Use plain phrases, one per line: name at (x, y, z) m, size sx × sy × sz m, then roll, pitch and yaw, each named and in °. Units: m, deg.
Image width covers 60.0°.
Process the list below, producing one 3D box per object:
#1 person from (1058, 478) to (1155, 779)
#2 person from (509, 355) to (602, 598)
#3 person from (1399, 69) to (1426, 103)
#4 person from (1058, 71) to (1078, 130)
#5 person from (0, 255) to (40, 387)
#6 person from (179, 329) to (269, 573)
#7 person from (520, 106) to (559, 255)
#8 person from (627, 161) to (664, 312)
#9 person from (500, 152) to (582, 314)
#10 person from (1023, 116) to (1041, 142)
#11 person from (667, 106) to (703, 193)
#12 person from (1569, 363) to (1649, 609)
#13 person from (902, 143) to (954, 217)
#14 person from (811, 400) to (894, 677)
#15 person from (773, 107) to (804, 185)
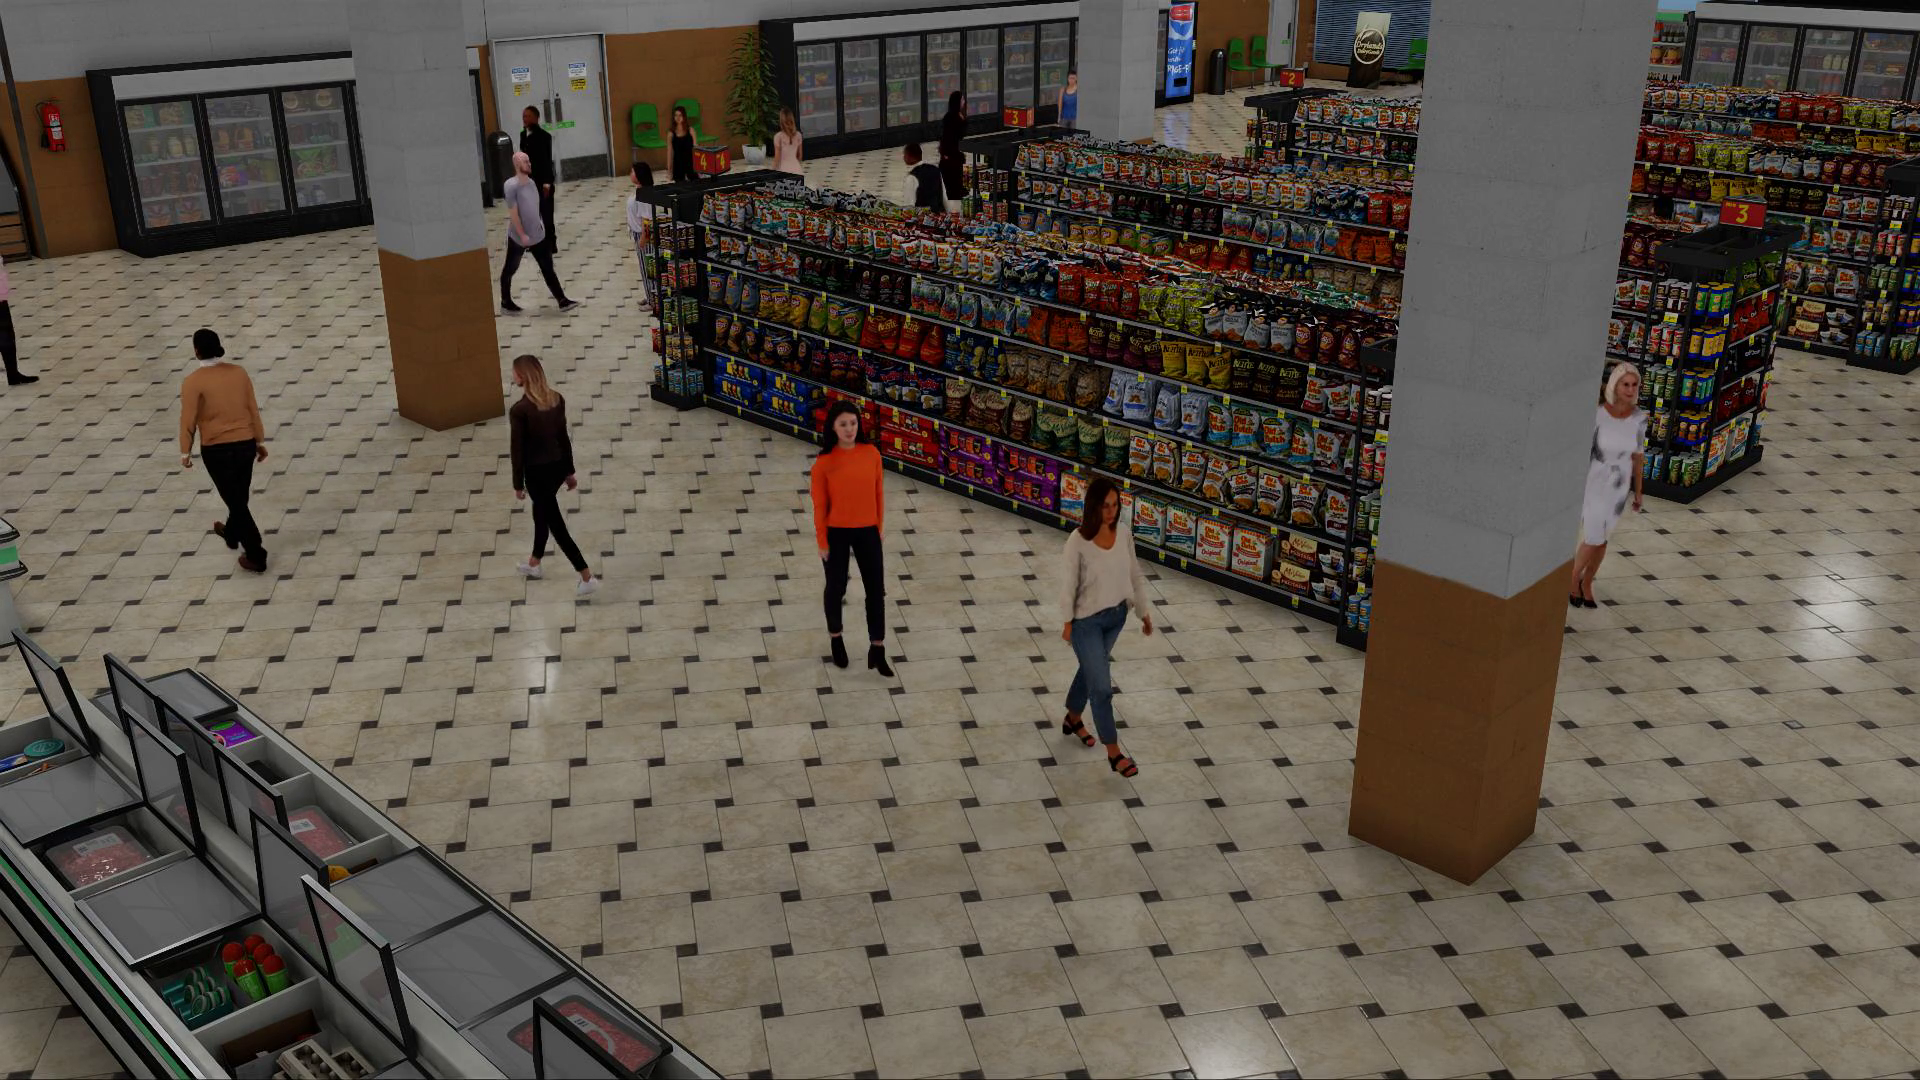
person at (0.713, 0.422, 9.245) m, size 0.724 × 1.657 × 0.999 m, roll -16°, pitch 27°, yaw -34°
person at (-2.758, -0.390, 11.265) m, size 1.179 × 1.659 × 0.766 m, roll 14°, pitch 26°, yaw 30°
person at (6.790, -6.183, 25.368) m, size 1.177 × 1.891 × 0.816 m, roll 16°, pitch 27°, yaw 34°
person at (1.863, -7.072, 27.968) m, size 0.684 × 1.603 × 0.761 m, roll 7°, pitch 23°, yaw 16°
person at (-9.344, -2.265, 15.908) m, size 0.833 × 1.676 × 0.886 m, roll -10°, pitch 24°, yaw -24°
person at (-5.097, -0.598, 11.692) m, size 1.084 × 1.725 × 0.790 m, roll 15°, pitch 26°, yaw 33°
person at (-5.399, -4.663, 21.575) m, size 0.638 × 1.900 × 0.817 m, roll 16°, pitch 27°, yaw 34°
person at (-3.557, -3.459, 18.872) m, size 0.845 × 1.680 × 0.753 m, roll -4°, pitch 22°, yaw -9°
person at (-4.921, -3.381, 18.538) m, size 1.285 × 1.786 × 0.937 m, roll 11°, pitch 24°, yaw 25°
person at (0.959, -4.910, 22.457) m, size 0.742 × 1.700 × 0.604 m, roll -7°, pitch 23°, yaw -18°
person at (-3.780, -5.123, 22.962) m, size 0.766 × 1.720 × 0.822 m, roll -1°, pitch 22°, yaw -2°
person at (4.262, -0.372, 11.116) m, size 0.690 × 1.734 × 0.734 m, roll -5°, pitch 22°, yaw -12°
person at (-0.280, -3.510, 18.757) m, size 0.825 × 1.861 × 1.063 m, roll -18°, pitch 28°, yaw -37°
person at (-0.721, -0.043, 10.296) m, size 0.785 × 1.736 × 0.896 m, roll -10°, pitch 24°, yaw -23°
person at (-2.262, -4.777, 21.959) m, size 0.652 × 1.825 × 0.632 m, roll -12°, pitch 25°, yaw -27°
